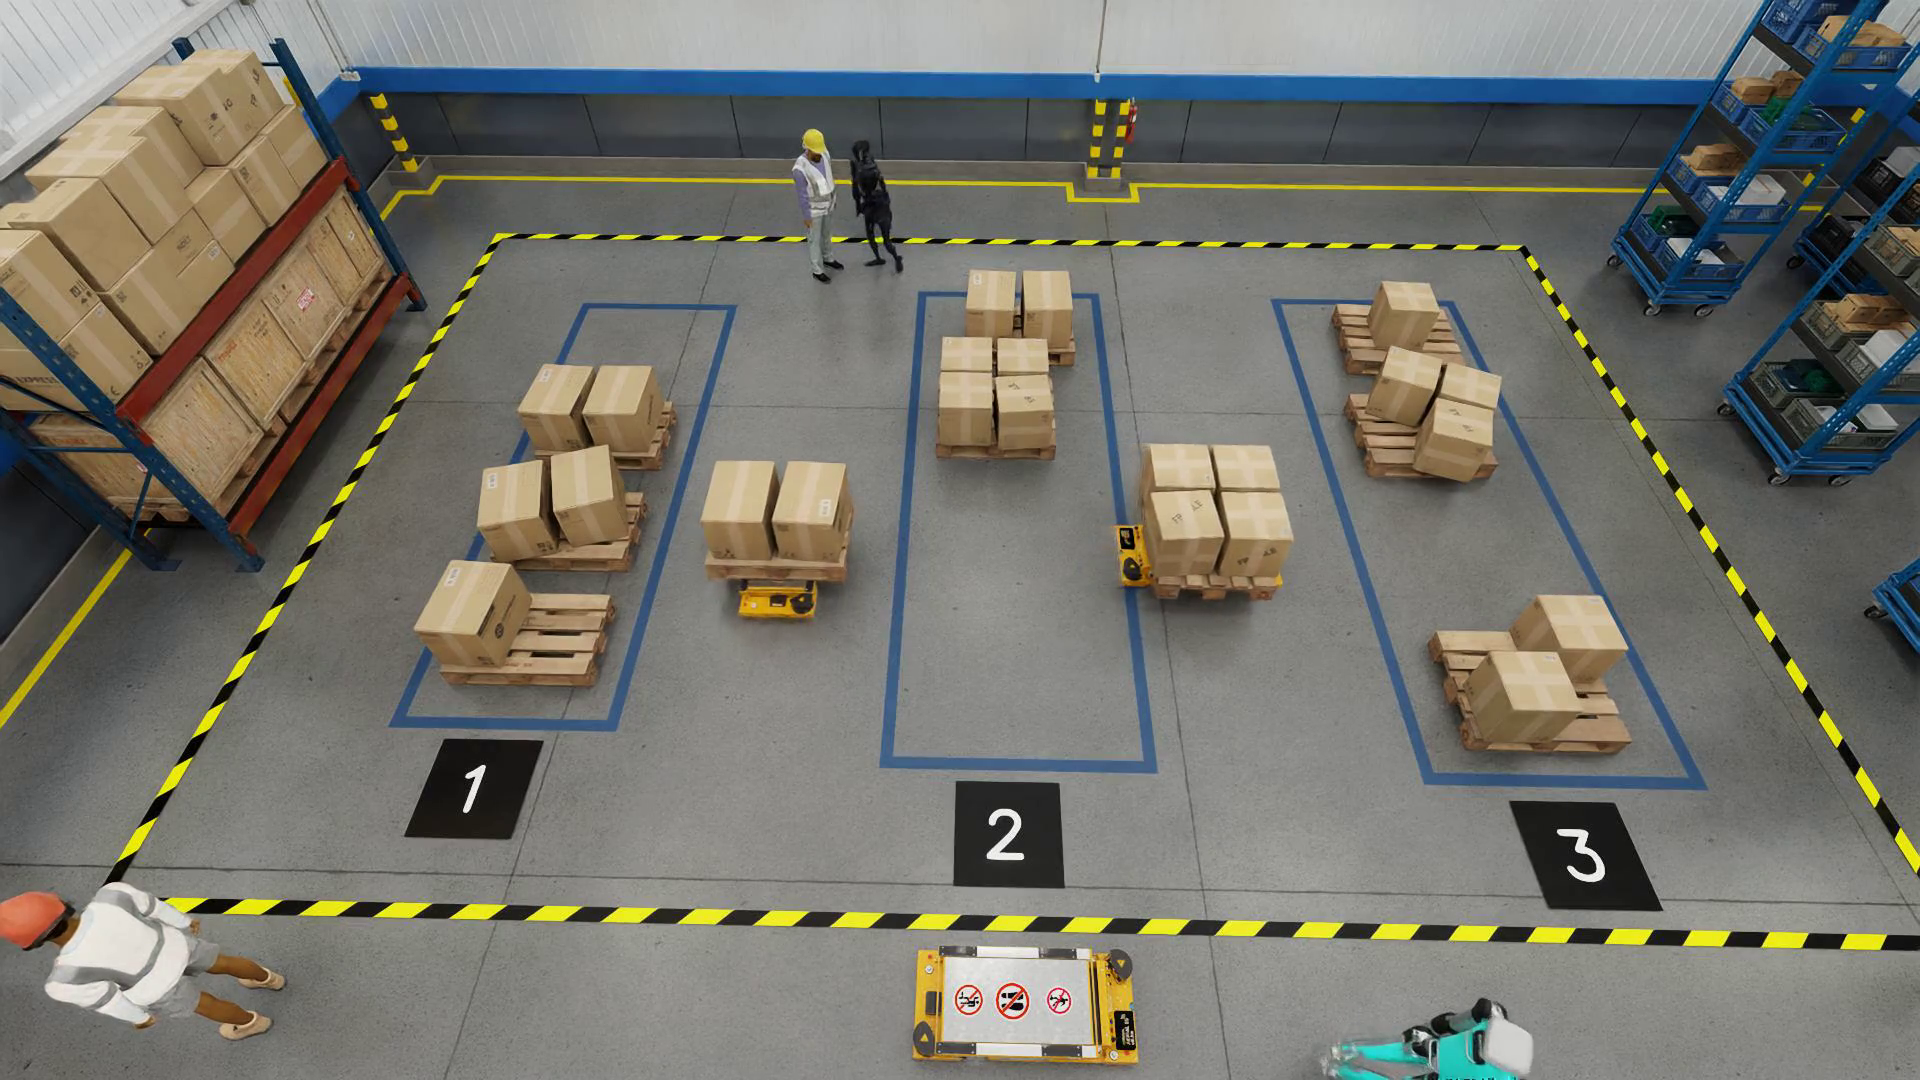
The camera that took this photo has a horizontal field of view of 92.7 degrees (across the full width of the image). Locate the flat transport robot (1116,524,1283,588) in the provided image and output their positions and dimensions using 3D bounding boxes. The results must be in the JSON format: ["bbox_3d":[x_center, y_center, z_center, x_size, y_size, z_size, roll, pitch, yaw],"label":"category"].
[{"bbox_3d":[2.180,0.114,8.375,1.431,0.197,0.652,1,51,1],"label":"flat transport robot"}]

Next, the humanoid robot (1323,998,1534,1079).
[{"bbox_3d":[2.421,2.939,5.135,0.770,1.751,0.567,15,52,12],"label":"humanoid robot"}]

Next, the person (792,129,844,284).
[{"bbox_3d":[-1.630,-3.885,10.651,0.404,1.821,0.589,24,55,18],"label":"person"}]

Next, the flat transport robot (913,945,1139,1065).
[{"bbox_3d":[0.422,3.041,6.007,1.431,0.231,0.659,1,51,1],"label":"flat transport robot"}]

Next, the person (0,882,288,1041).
[{"bbox_3d":[-4.694,2.480,5.323,0.380,2.038,0.614,-2,51,-2],"label":"person"}]

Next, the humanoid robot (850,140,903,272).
[{"bbox_3d":[-0.974,-3.934,10.783,0.593,1.639,0.462,34,58,24],"label":"humanoid robot"}]

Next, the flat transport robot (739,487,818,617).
[{"bbox_3d":[-1.592,0.068,8.412,0.652,0.197,1.431,1,51,1],"label":"flat transport robot"}]
